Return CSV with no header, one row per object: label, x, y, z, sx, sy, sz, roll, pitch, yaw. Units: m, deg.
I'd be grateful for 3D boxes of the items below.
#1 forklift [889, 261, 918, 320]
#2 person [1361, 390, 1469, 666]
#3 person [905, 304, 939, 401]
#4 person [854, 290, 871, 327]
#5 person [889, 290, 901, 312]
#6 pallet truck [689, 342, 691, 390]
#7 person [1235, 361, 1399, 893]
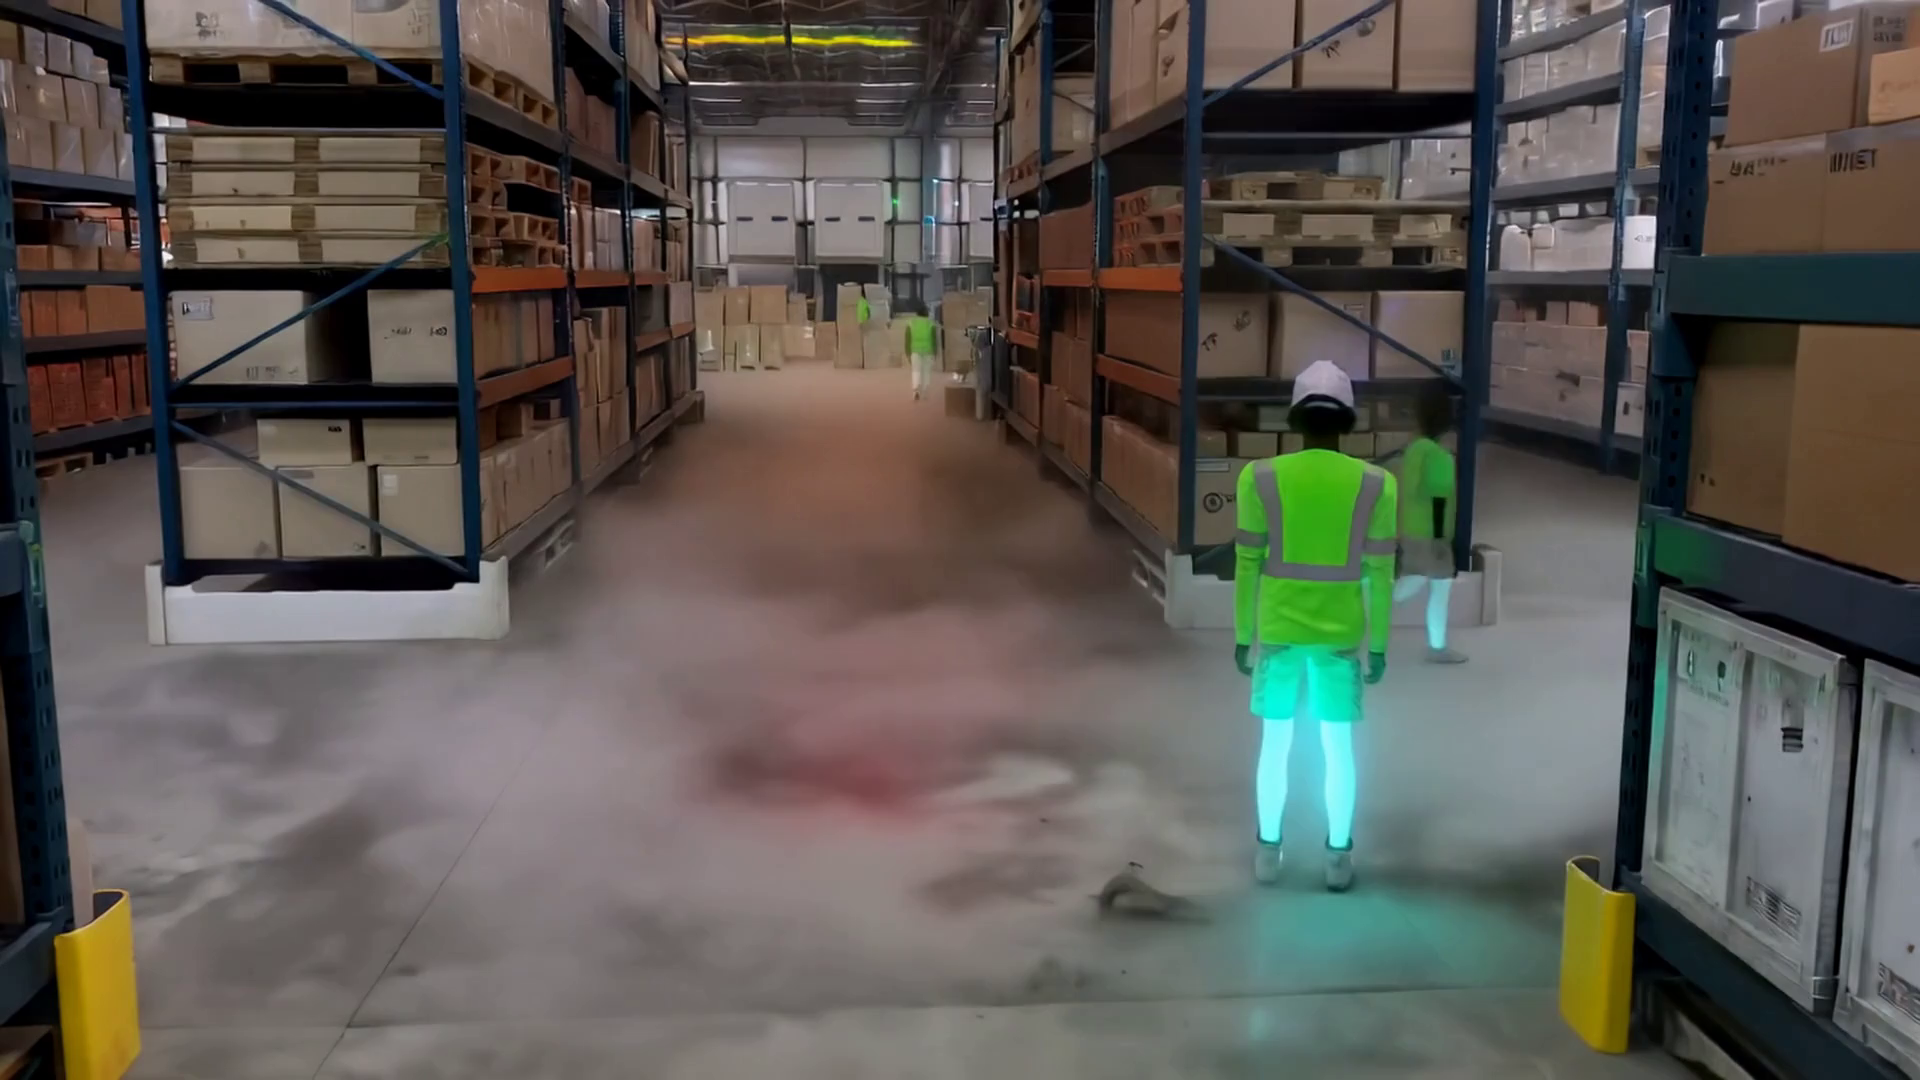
forklift,-1.887,-7.970,55.876,1.129,2.768,1.873,6,11,33
person,2.727,-0.060,9.981,0.661,1.678,0.540,-1,9,-7
person,-0.705,-3.500,31.110,0.631,1.827,0.553,1,9,4
person,-2.647,-5.871,45.636,0.359,1.939,0.635,-7,11,-37
person,-2.310,-7.828,57.977,0.634,1.930,0.384,3,10,20
pallet truck,-5.225,-3.008,27.480,1.885,1.965,0.823,2,9,14
person,1.353,0.336,6.393,0.601,2.035,0.407,1,9,8
